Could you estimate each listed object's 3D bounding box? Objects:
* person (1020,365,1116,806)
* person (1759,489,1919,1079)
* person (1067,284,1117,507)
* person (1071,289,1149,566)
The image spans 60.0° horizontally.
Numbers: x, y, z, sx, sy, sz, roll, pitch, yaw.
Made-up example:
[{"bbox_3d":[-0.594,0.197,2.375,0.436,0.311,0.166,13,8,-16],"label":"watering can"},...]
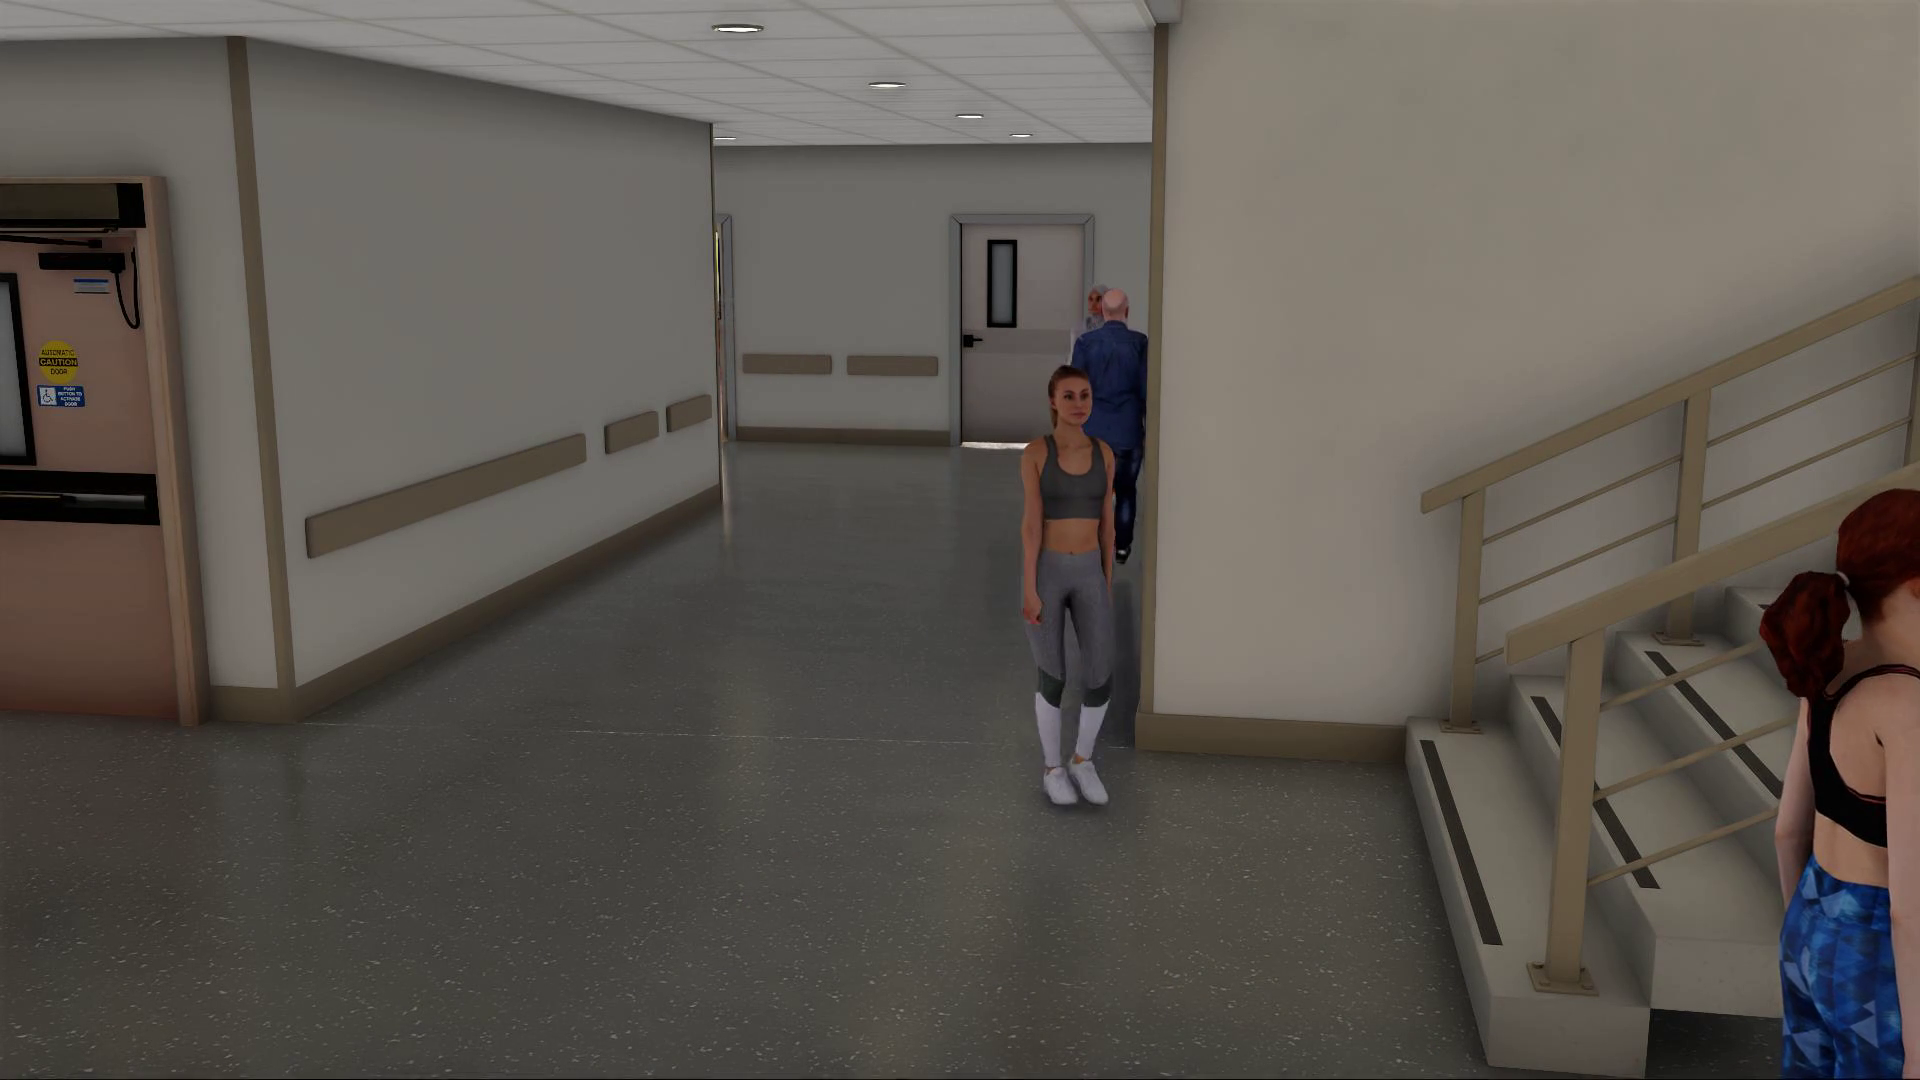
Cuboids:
[{"bbox_3d":[0.374,0.176,6.392,0.636,1.688,0.725,-3,11,-13],"label":"person"},{"bbox_3d":[1.544,0.796,2.867,0.602,1.786,0.603,0,11,2],"label":"person"},{"bbox_3d":[1.072,-1.025,12.612,1.152,1.730,0.993,7,13,33],"label":"person"},{"bbox_3d":[0.929,-0.608,10.289,1.087,1.777,0.831,1,11,6],"label":"person"}]
